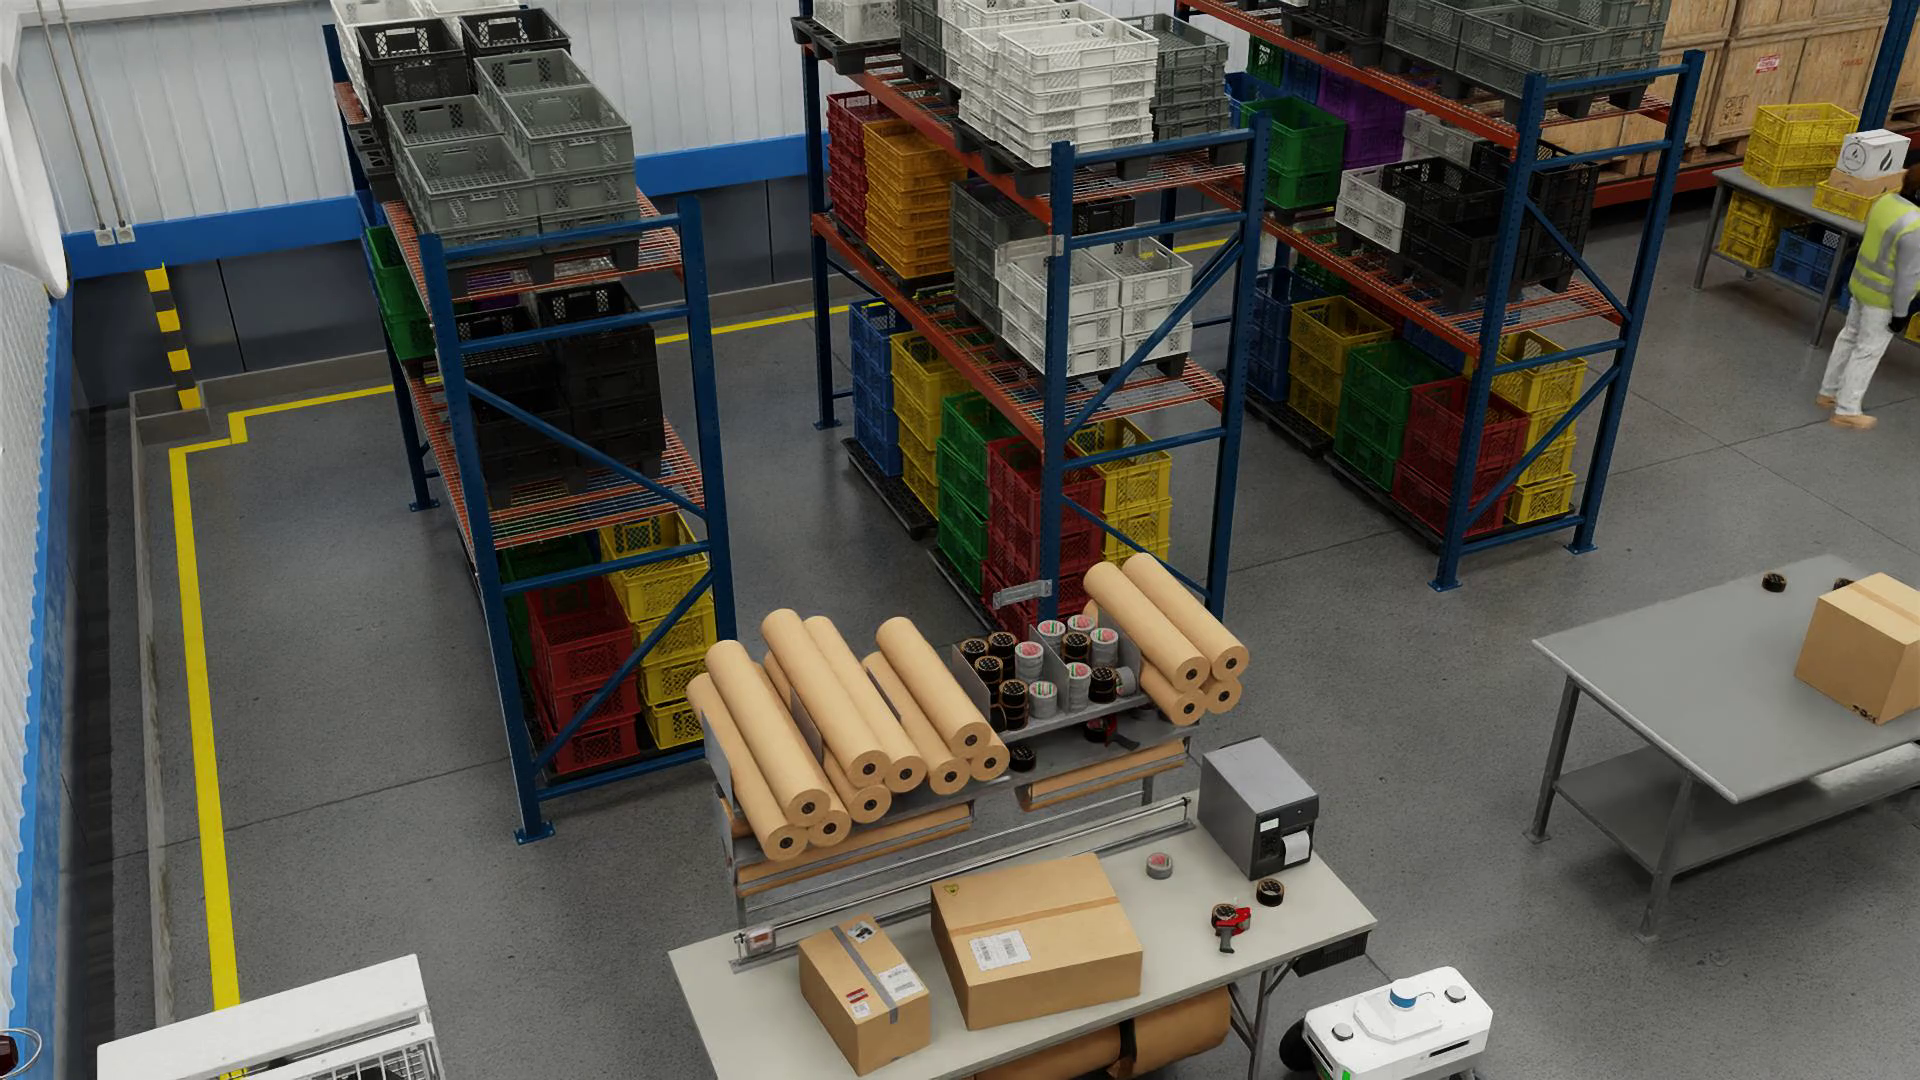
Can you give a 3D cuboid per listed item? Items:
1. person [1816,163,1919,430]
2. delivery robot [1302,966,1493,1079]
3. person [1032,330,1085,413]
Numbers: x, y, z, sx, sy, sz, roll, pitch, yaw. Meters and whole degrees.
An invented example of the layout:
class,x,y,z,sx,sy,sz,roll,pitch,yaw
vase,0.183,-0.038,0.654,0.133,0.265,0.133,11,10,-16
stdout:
class,x,y,z,sx,sy,sz,roll,pitch,yaw
person,6.180,-1.639,11.131,0.430,1.836,0.624,3,32,4
delivery robot,1.701,1.916,6.478,0.707,0.478,0.477,-12,33,-18
person,0.645,-1.732,11.232,0.355,1.883,0.573,-14,34,-22
